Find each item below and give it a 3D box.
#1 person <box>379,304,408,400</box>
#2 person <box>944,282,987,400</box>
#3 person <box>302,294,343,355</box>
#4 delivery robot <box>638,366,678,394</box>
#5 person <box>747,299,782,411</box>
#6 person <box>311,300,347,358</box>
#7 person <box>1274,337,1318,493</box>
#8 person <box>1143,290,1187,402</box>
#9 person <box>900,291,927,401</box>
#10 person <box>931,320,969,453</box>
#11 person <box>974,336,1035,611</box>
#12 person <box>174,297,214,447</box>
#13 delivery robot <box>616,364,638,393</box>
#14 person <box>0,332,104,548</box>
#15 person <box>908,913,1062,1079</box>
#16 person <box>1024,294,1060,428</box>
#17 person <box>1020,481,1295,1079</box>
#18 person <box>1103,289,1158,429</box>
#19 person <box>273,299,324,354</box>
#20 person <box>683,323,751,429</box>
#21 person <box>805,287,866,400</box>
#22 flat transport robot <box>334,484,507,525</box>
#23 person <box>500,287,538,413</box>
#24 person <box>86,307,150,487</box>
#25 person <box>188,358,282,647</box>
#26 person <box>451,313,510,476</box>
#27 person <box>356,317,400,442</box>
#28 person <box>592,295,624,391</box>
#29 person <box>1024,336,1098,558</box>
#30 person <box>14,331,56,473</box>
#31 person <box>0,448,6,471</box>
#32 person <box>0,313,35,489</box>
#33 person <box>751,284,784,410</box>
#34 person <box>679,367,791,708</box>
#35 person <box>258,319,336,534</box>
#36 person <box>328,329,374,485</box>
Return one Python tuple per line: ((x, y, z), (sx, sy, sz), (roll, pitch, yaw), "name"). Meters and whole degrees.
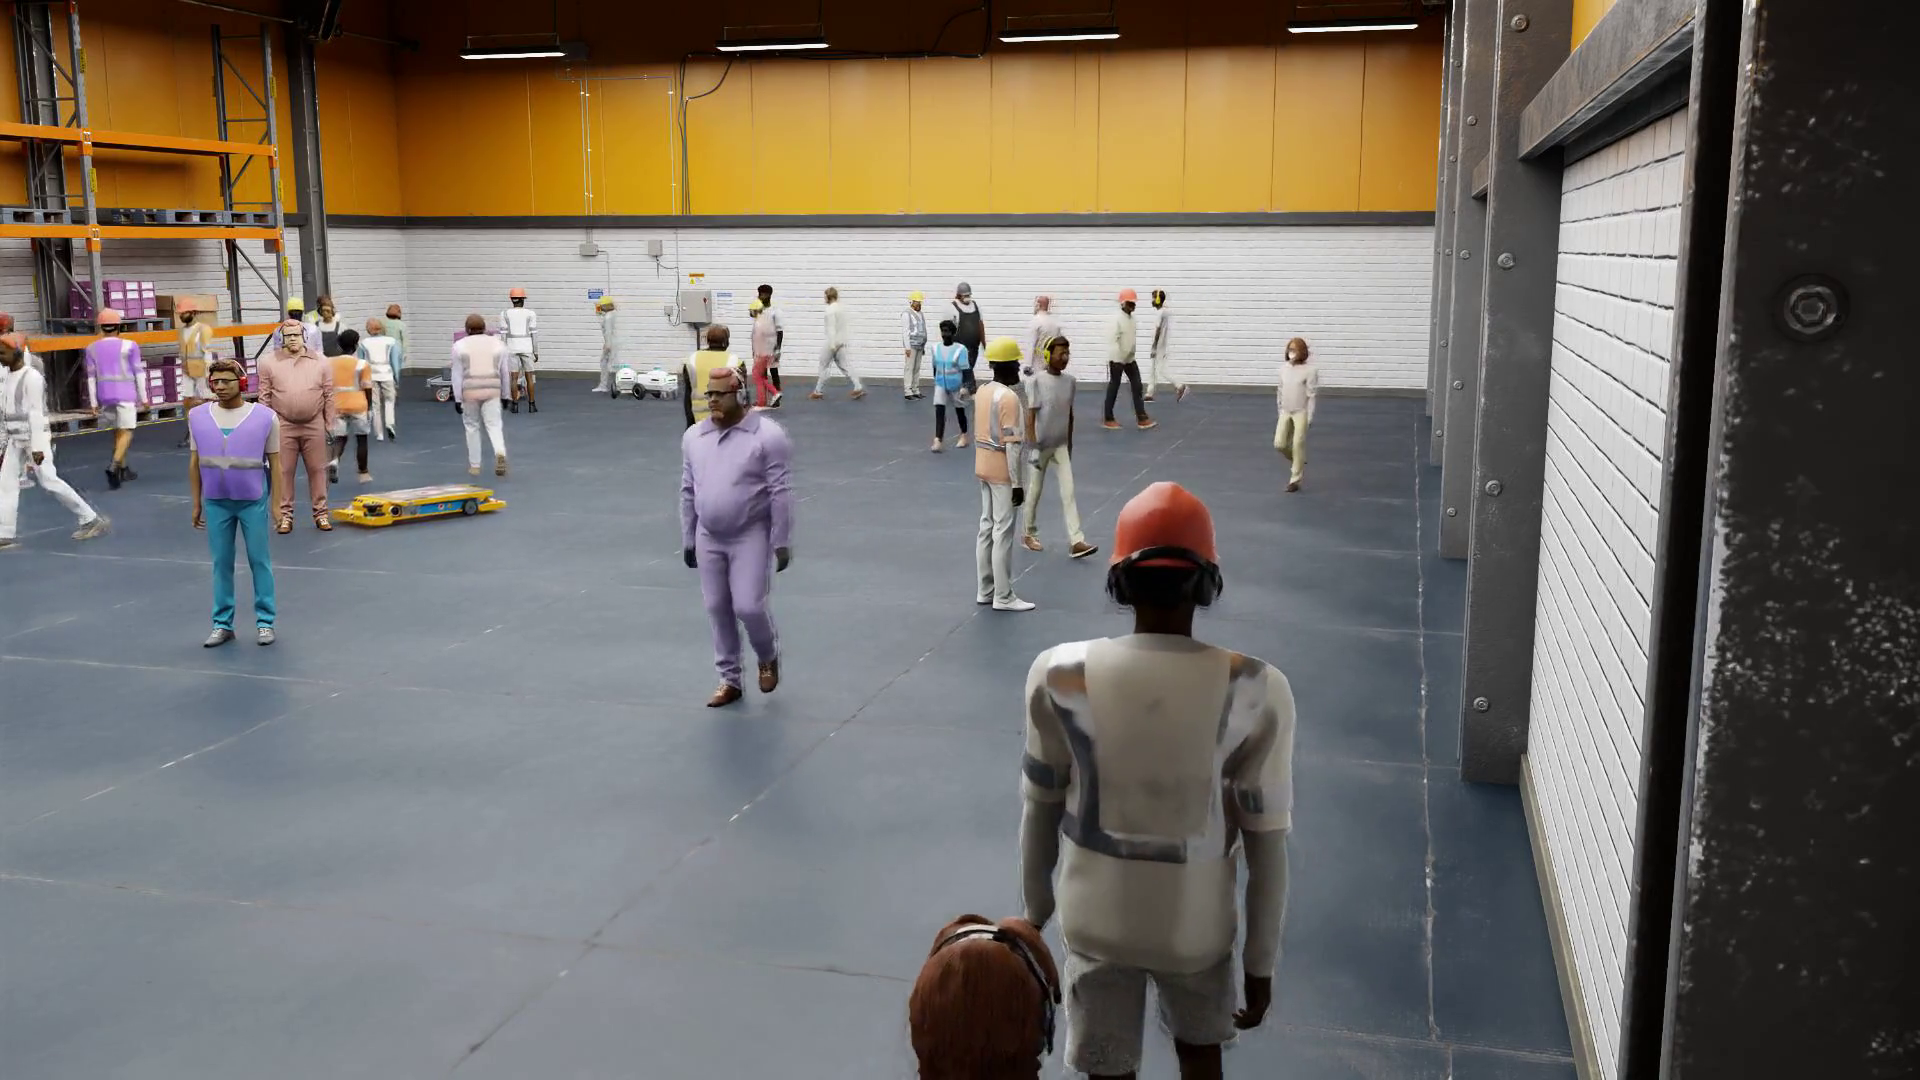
((-9.381, -3.094, 27.494), (0.508, 1.610, 0.411), (2, 10, 10), "person")
((0.046, -3.369, 27.829), (0.741, 2.000, 0.918), (-7, 12, -35), "person")
((-9.663, -2.817, 25.309), (0.661, 1.822, 0.549), (-6, 12, -31), "person")
((-5.032, -2.648, 27.686), (0.707, 0.478, 0.477), (7, 12, 36), "delivery robot")
((-3.069, -2.850, 25.719), (0.460, 1.744, 0.534), (0, 10, 0), "person")
((-8.982, -2.511, 23.690), (0.524, 1.800, 0.982), (-1, 10, -6), "person")
((3.501, -1.301, 17.303), (0.504, 1.621, 0.405), (9, 14, 43), "person")
((3.303, -3.165, 27.213), (0.782, 1.849, 0.522), (1, 10, 6), "person")
((-0.744, -3.216, 27.576), (0.404, 1.824, 0.586), (5, 11, 26), "person")
((-0.107, -1.934, 20.813), (0.539, 1.648, 0.887), (4, 11, 22), "person")
((0.295, -0.465, 11.695), (0.363, 1.930, 0.588), (-4, 11, -24), "person")
((-9.745, -2.158, 21.340), (0.554, 1.914, 0.745), (3, 11, 18), "person")
((-5.635, -2.727, 28.130), (0.477, 0.478, 0.707), (-2, 10, -9), "delivery robot")
((-7.881, -0.857, 14.193), (0.579, 1.847, 0.954), (8, 13, 38), "person")
((0.024, 1.345, 2.350), (0.517, 1.609, 0.750), (4, 11, 20), "person")
((1.169, -2.459, 23.088), (0.543, 1.890, 0.662), (7, 12, 36), "person")
((0.438, 0.875, 3.863), (0.622, 2.024, 0.557), (1, 10, 7), "person")
((2.376, -2.497, 23.123), (0.939, 1.952, 0.658), (9, 14, 42), "person")
((-8.492, -2.149, 21.400), (0.583, 1.869, 1.007), (-4, 11, -24), "person")
((-2.282, -1.125, 15.723), (0.648, 1.829, 0.432), (2, 10, 13), "person")
((-2.050, -3.262, 27.655), (1.014, 1.898, 0.648), (3, 10, 15), "person")
((-5.092, -0.348, 15.730), (0.652, 0.197, 1.431), (9, 13, 40), "flat transport robot")
((-6.764, -2.914, 25.550), (0.549, 1.932, 0.373), (-2, 10, -12), "person")
((-9.038, -1.521, 17.767), (0.549, 1.909, 0.879), (0, 10, -3), "person")
((-4.625, -0.241, 10.660), (0.563, 1.847, 0.389), (-1, 10, -7), "person")
((-5.290, -1.595, 18.422), (0.636, 1.824, 0.781), (-5, 11, -27), "person")
((-7.607, -2.097, 21.754), (0.524, 1.626, 0.361), (-4, 11, -21), "person")
((-6.080, -3.448, 29.231), (0.779, 1.711, 0.486), (-1, 10, -8), "person")
((0.770, -0.760, 13.676), (0.544, 1.817, 0.965), (-5, 11, -27), "person")
((-10.586, -1.580, 18.909), (0.492, 1.603, 0.703), (2, 10, 11), "person")
((-10.893, -1.574, 18.070), (0.857, 1.912, 0.633), (-6, 12, -30), "person")
((-9.988, -1.427, 17.343), (0.587, 1.872, 0.645), (0, 10, 2), "person")
((-3.035, -3.034, 26.140), (0.607, 1.966, 0.367), (7, 12, 36), "person")
((-1.265, -0.011, 9.214), (0.667, 1.896, 0.450), (3, 11, 19), "person")
((-5.906, -1.012, 14.862), (0.642, 1.909, 0.408), (-5, 11, -26), "person")
((-6.502, -1.397, 17.677), (0.540, 1.676, 0.569), (0, 10, 1), "person")
